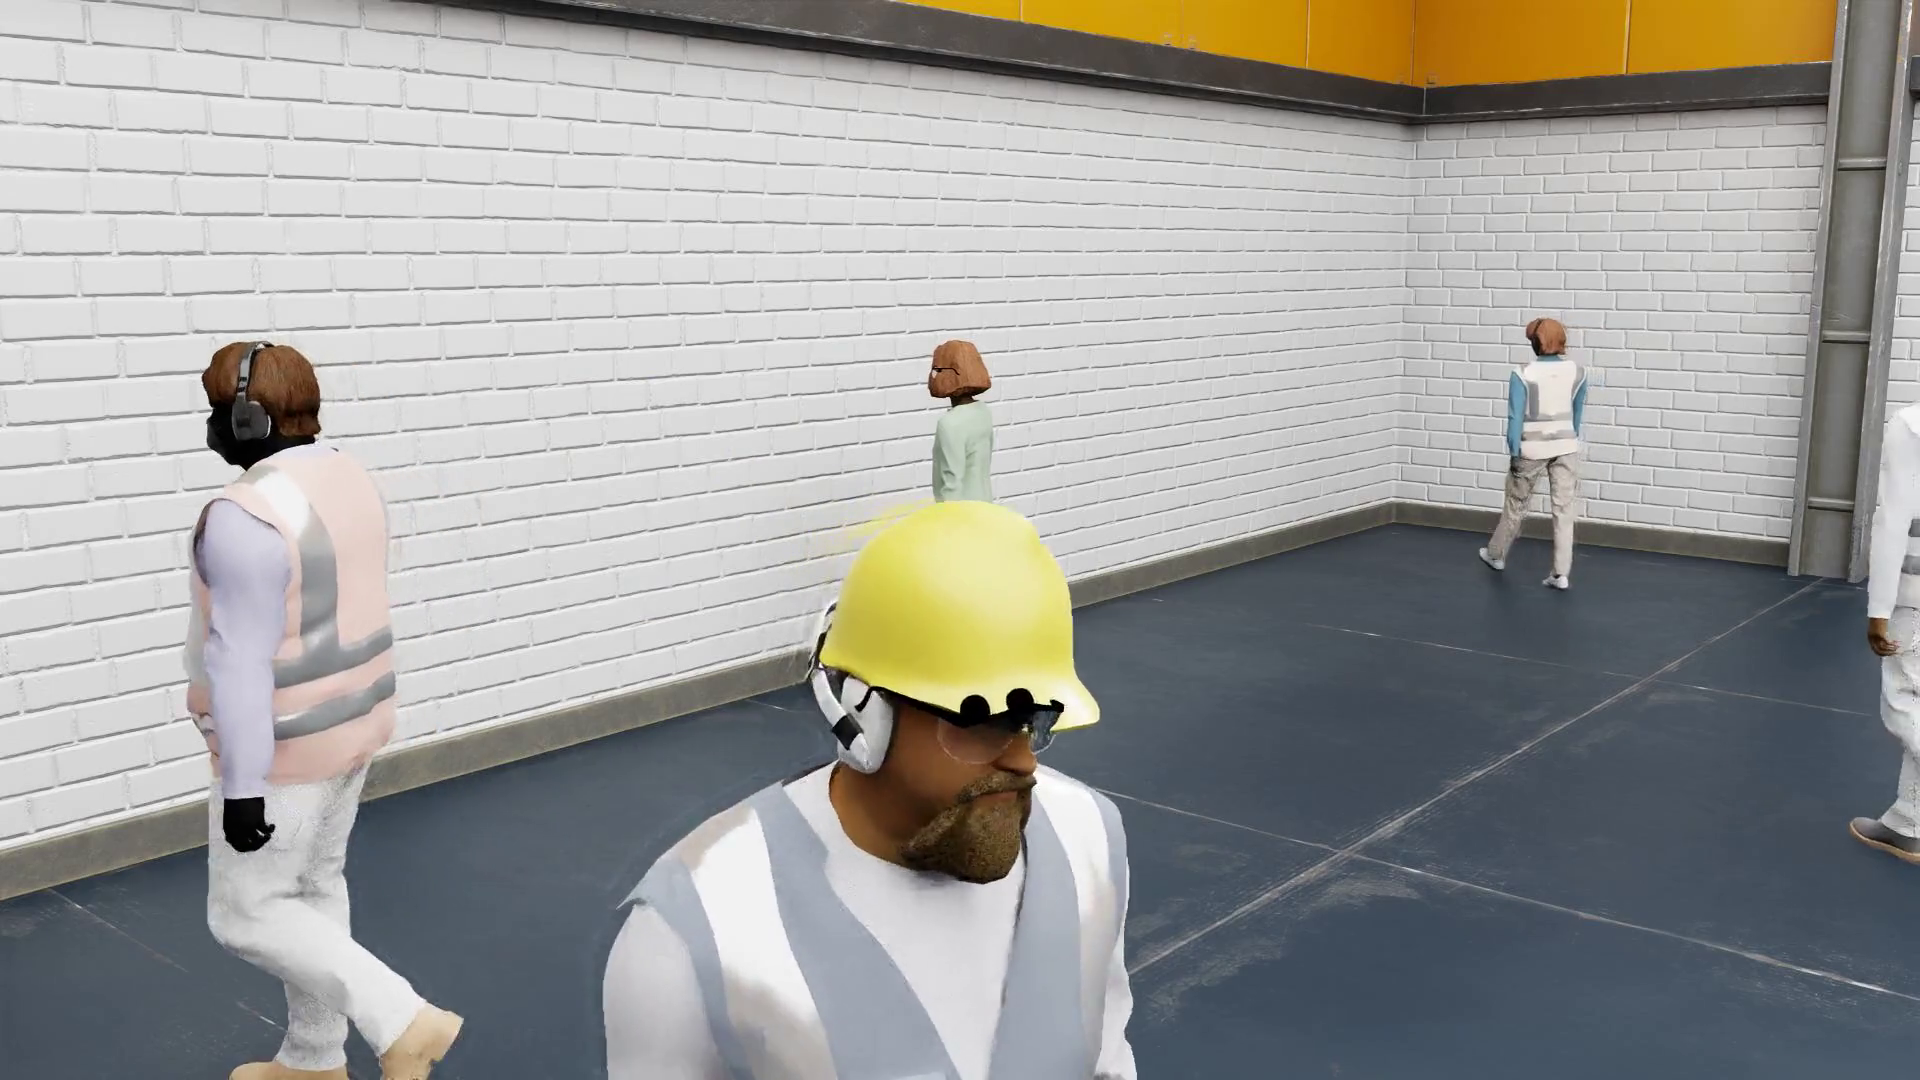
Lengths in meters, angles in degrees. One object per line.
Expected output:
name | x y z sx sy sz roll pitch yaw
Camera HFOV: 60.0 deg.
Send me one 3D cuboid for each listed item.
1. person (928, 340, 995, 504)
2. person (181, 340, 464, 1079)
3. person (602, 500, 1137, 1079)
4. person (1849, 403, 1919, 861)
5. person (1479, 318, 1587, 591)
person | 0.005 -0.036 7.140 0.284 1.634 0.498 4 11 20
person | -1.462 0.461 3.776 0.541 1.823 0.643 1 10 5
person | -0.123 0.816 1.836 0.634 1.799 0.699 -7 12 -34
person | 3.156 0.188 5.233 0.583 1.862 0.752 -2 10 -9
person | 3.490 -0.531 10.063 0.518 1.604 0.823 -1 10 -6
